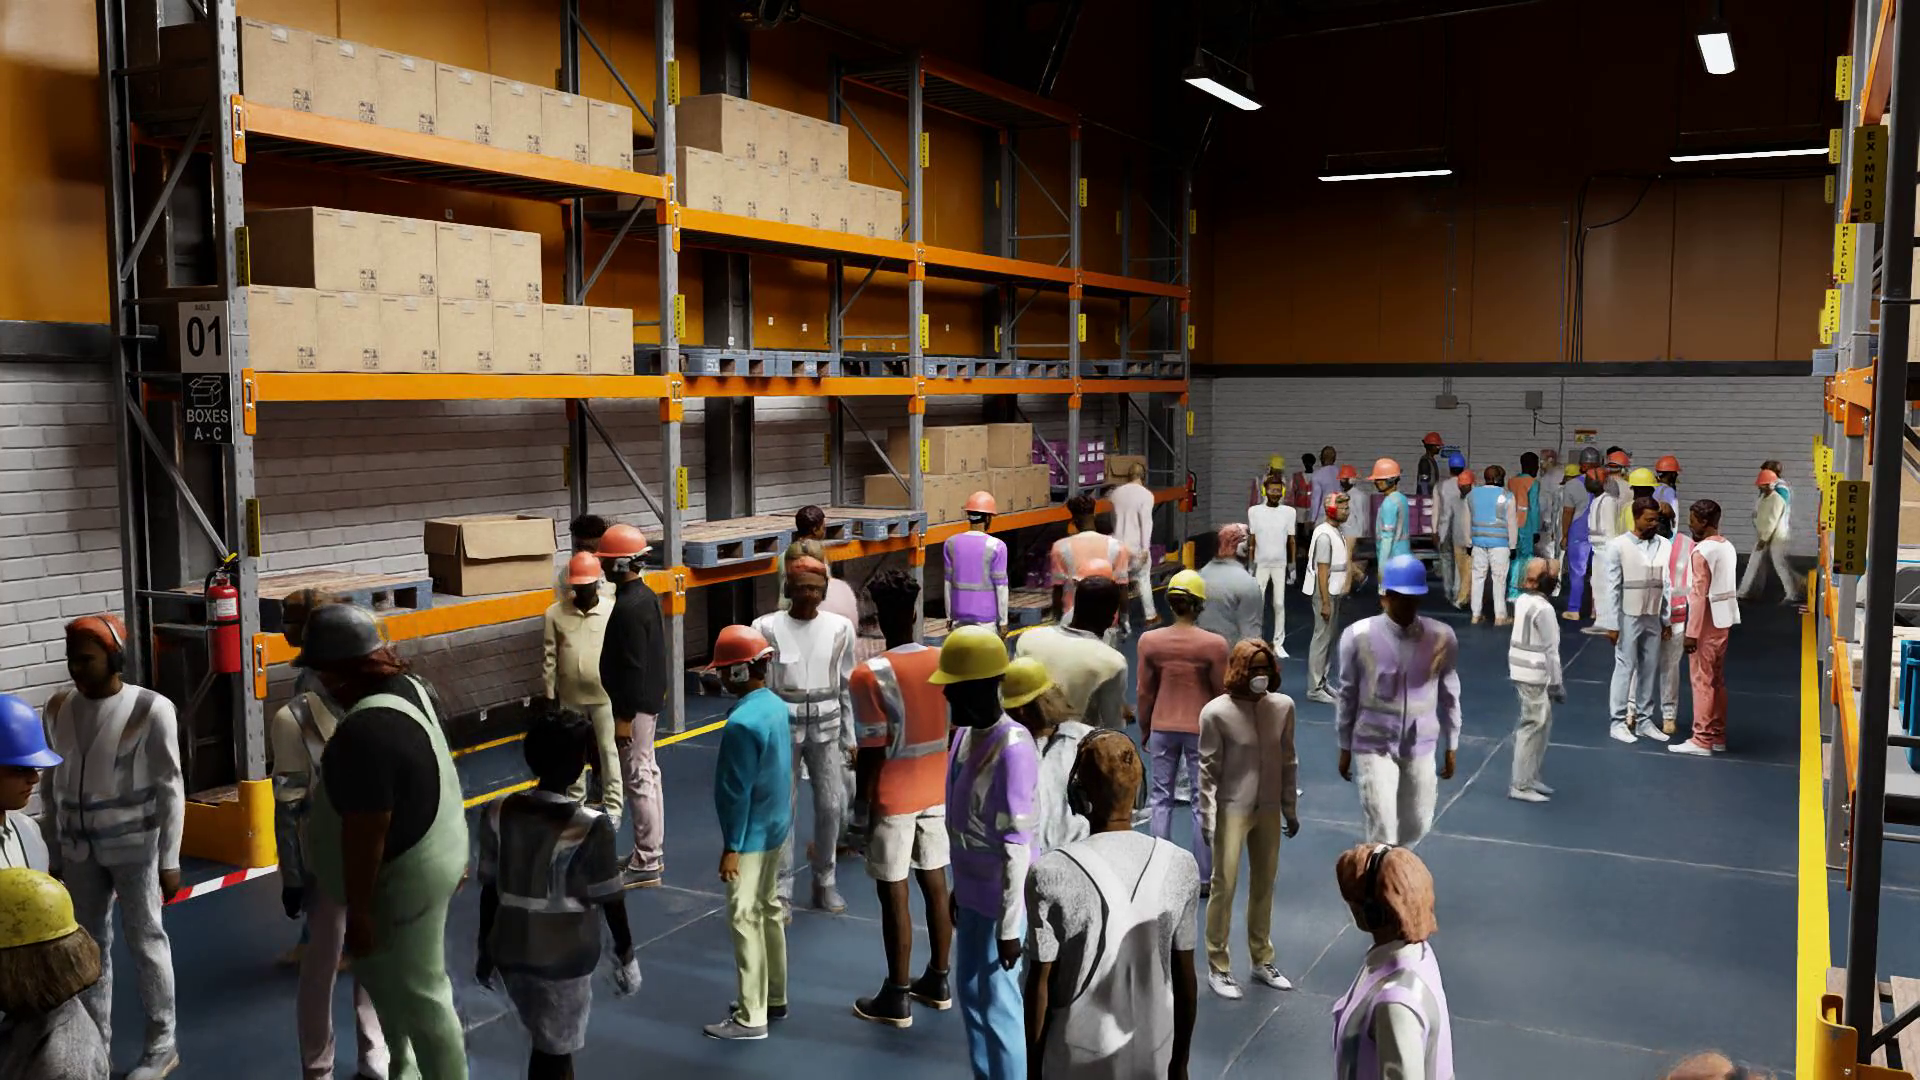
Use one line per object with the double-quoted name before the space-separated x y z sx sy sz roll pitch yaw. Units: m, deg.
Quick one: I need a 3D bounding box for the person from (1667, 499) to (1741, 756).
"person" 5.590 0.651 12.414 0.410 1.908 0.598 5 7 43

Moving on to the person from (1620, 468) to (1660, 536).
"person" 6.775 0.246 16.637 0.367 1.928 0.584 2 6 21

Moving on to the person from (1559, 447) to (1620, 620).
"person" 7.347 -0.078 19.512 0.674 2.000 0.536 0 5 -2

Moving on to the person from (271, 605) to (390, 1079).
"person" -2.315 1.200 6.366 0.382 1.924 0.594 4 7 38

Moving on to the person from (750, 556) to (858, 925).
"person" -0.844 1.022 8.589 0.672 1.876 0.473 -2 6 -16

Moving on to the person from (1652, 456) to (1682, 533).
"person" 8.196 -0.013 19.361 0.361 1.939 0.542 -1 5 -7

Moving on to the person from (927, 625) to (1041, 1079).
"person" 0.084 1.250 5.886 0.412 1.918 0.591 -2 6 -17

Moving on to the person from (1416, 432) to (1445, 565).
"person" 7.199 -0.630 25.472 0.404 2.037 0.606 3 6 26

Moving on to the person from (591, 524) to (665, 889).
"person" -1.818 0.907 9.157 0.396 1.992 0.623 0 5 -3

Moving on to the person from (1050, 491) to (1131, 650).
"person" 1.032 0.592 12.891 0.641 1.931 0.732 -1 5 -6

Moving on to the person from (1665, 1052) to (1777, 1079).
"person" 1.291 1.680 2.912 0.506 1.599 0.646 -1 5 -10

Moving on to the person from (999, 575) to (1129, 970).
"person" 0.524 1.085 7.993 0.674 1.855 0.817 5 7 43

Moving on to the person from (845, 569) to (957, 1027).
"person" -0.247 1.105 7.196 0.371 1.963 0.608 5 7 44

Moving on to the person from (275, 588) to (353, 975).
"person" -3.004 1.127 7.682 0.599 1.824 0.552 -2 6 -19

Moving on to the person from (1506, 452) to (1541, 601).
"person" 7.104 -0.153 20.993 0.386 1.914 0.590 -1 6 -15

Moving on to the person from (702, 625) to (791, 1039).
"person" -0.907 1.228 7.089 0.354 1.737 0.573 1 5 9

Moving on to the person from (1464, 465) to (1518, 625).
"person" 6.117 0.058 19.126 0.631 1.839 0.428 5 7 43

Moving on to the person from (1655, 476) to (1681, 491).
"person" 8.416 0.023 19.896 0.325 1.765 0.533 1 5 14

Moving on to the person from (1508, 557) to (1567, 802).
"person" 3.825 0.922 10.957 0.414 1.630 0.534 0 5 5

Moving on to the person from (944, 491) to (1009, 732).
"person" 0.140 0.580 13.079 0.549 1.924 0.391 3 6 26

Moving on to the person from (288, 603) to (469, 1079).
"person" -2.055 1.179 5.989 0.680 2.000 0.711 0 5 -5

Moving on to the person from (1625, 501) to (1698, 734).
"person" 5.518 0.610 13.174 0.621 1.845 0.430 3 6 28

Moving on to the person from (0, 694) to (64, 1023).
"person" -2.595 1.374 4.456 0.416 1.939 0.605 0 5 -3

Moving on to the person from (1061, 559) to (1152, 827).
"person" 0.792 0.963 10.140 0.944 1.695 0.549 -1 5 -8

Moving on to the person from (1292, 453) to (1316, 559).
"person" 5.478 -0.528 26.206 0.537 1.697 0.319 2 6 21

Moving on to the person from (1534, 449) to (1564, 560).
"person" 7.994 -0.299 22.677 0.459 1.895 0.684 0 5 2

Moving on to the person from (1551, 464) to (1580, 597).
"person" 7.911 -0.119 21.545 0.493 1.742 0.321 2 6 16

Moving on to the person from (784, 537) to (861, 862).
"person" -0.765 0.924 9.462 0.402 1.903 0.698 2 6 20

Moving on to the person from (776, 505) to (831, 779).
"person" -1.099 0.714 11.708 0.385 1.911 0.593 -4 6 -34

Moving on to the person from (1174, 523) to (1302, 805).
"person" 1.784 0.814 10.904 0.901 1.861 0.654 -3 6 -30

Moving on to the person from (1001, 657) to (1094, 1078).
"person" 0.364 1.297 6.476 0.540 1.714 0.349 0 5 -4

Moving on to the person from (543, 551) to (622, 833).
"person" -2.285 0.933 10.226 0.565 1.743 0.353 0 5 0

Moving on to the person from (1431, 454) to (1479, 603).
"person" 6.243 -0.130 20.907 0.615 1.899 1.010 2 6 22

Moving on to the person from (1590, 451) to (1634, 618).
"person" 7.675 -0.048 19.510 0.620 1.986 0.409 5 7 43

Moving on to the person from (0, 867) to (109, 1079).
"person" -1.958 1.552 3.556 0.324 1.742 0.492 -4 7 -38

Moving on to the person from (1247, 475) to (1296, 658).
"person" 3.134 0.269 16.751 0.504 1.862 0.329 0 5 4

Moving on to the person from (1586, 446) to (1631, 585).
"person" 8.879 -0.317 22.726 0.626 1.916 0.894 5 7 41

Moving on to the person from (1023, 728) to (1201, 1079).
"person" 0.406 1.423 4.490 0.501 1.838 0.347 -2 6 -20

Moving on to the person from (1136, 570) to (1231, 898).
"person" 1.214 1.041 8.988 0.524 1.760 0.327 2 6 23

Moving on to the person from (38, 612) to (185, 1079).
"person" -3.313 1.214 6.477 0.583 1.882 0.385 1 5 10

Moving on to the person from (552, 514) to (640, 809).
"person" -2.311 0.790 10.720 0.685 1.938 0.484 1 5 11

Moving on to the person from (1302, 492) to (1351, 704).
"person" 3.182 0.497 14.447 0.393 1.836 0.561 2 6 22

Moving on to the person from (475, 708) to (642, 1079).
"person" -1.309 1.391 5.635 0.557 1.664 0.730 3 6 29

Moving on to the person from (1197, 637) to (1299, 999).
"person" 1.301 1.242 7.518 0.502 1.626 0.279 -2 6 -23

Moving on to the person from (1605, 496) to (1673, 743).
"person" 5.231 0.609 12.856 0.598 1.908 0.401 -2 6 -21

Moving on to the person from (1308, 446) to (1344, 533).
"person" 4.966 -0.303 22.486 0.630 1.940 0.372 -3 6 -31

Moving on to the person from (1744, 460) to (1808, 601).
"person" 10.366 -0.117 21.137 0.783 1.817 0.635 1 5 15

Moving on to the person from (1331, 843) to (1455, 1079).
"person" 1.066 1.554 4.109 0.314 1.636 0.515 1 5 15

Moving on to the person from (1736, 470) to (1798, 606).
"person" 10.031 -0.020 20.697 0.881 1.702 0.558 0 5 0

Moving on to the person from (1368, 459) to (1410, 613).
"person" 4.255 0.205 16.538 0.408 2.033 0.614 3 6 26

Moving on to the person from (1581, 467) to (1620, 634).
"person" 7.150 0.132 18.249 0.612 1.860 0.605 1 5 6

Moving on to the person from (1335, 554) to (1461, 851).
"person" 2.205 1.006 8.471 0.619 1.925 0.723 0 5 0

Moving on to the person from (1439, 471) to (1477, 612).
"person" 6.135 0.014 20.278 0.574 1.703 0.869 5 7 44

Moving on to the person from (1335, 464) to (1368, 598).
"person" 5.035 -0.110 21.437 0.487 1.736 0.576 -2 6 -16

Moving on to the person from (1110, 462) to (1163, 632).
"person" 1.939 0.075 18.651 0.634 1.880 0.985 5 7 43

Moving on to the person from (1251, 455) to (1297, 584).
"person" 4.315 -0.273 22.857 0.628 1.803 0.484 0 5 2
